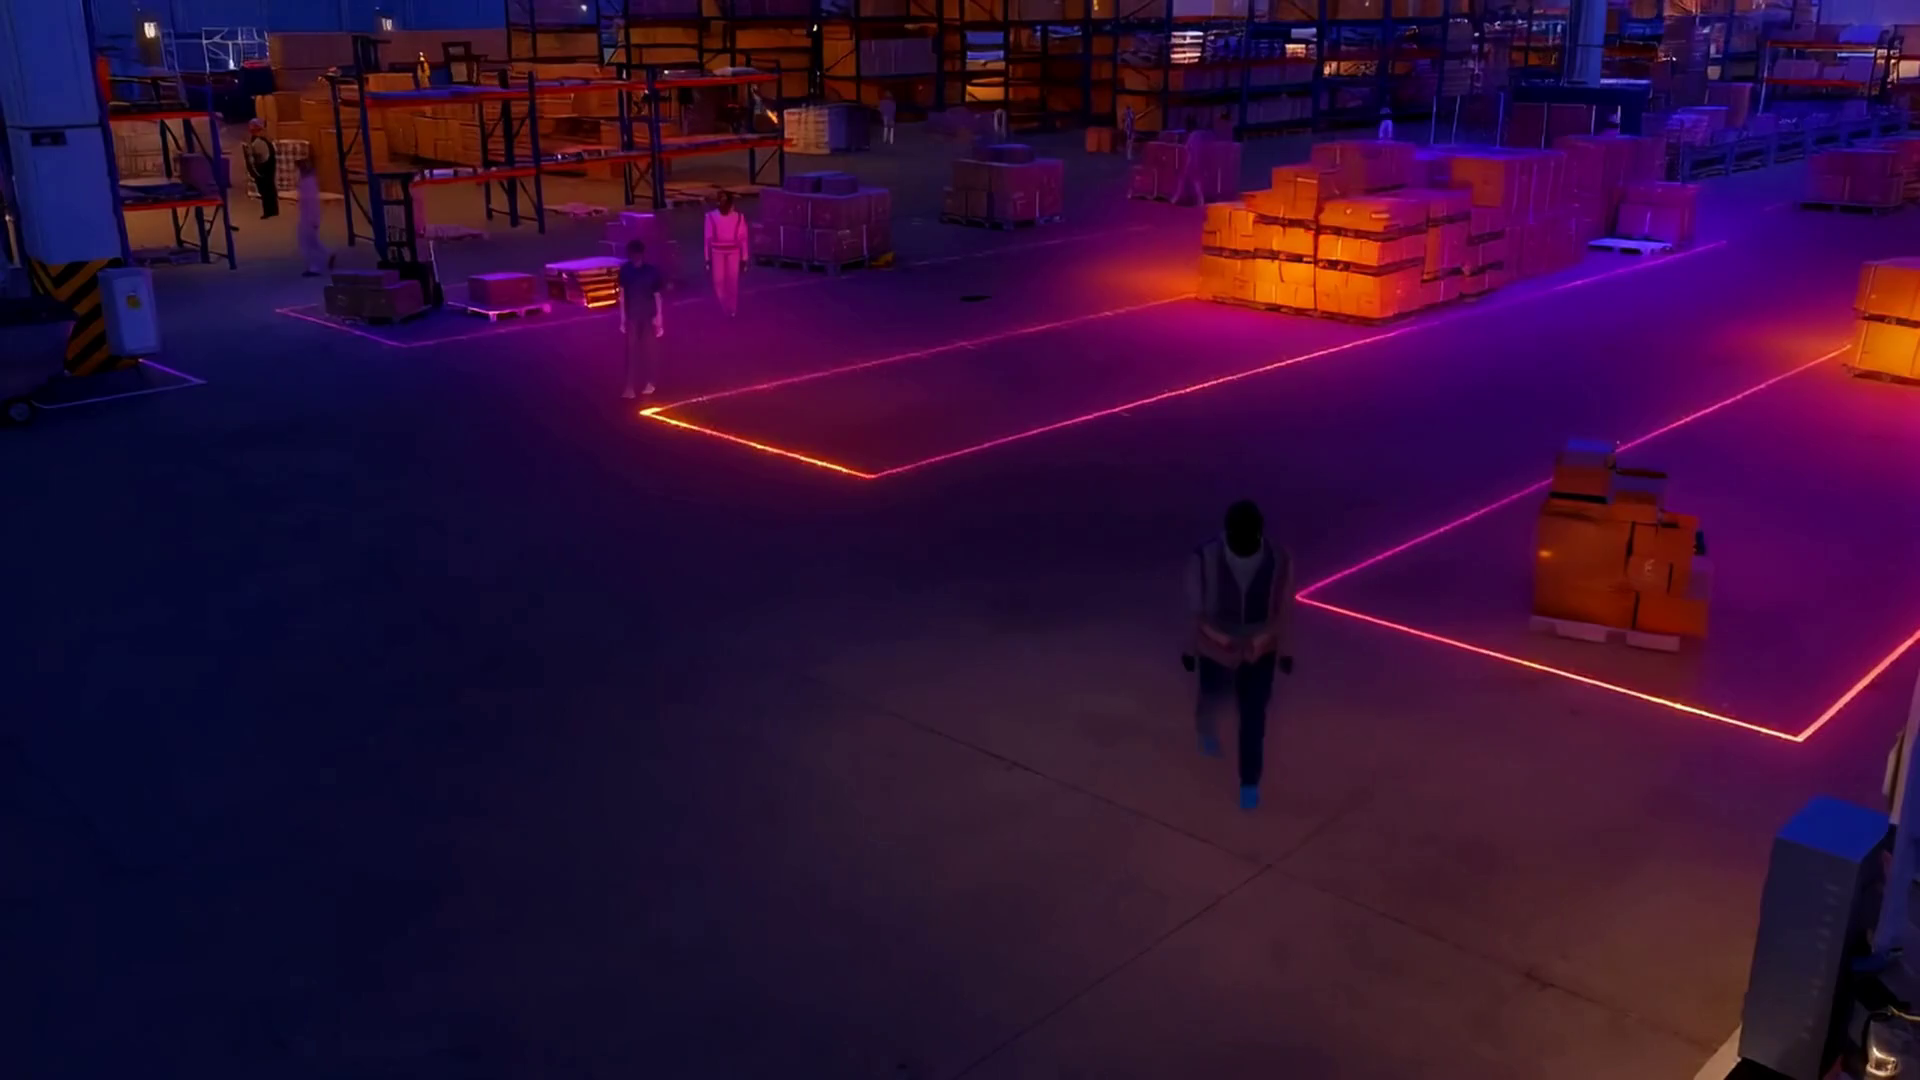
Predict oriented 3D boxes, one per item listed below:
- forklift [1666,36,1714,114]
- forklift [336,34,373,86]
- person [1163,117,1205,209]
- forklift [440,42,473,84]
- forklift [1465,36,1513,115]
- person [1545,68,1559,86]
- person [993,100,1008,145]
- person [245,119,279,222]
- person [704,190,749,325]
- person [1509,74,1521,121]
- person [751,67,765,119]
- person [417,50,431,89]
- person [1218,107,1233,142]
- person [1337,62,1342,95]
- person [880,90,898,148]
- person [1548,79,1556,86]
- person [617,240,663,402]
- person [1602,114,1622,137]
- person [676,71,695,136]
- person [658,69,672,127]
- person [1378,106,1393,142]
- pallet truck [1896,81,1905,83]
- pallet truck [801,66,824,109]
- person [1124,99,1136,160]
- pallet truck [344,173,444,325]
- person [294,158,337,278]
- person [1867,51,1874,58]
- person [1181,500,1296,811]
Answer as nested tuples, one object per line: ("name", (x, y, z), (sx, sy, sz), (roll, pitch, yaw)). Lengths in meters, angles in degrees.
("forklift", (27.341, -17.291, 61.877), (1.129, 2.768, 1.873), (17, 25, 41))
("forklift", (-23.355, -18.333, 65.015), (1.129, 2.768, 1.873), (17, 25, 41))
("person", (4.870, -8.051, 35.548), (0.908, 1.919, 0.615), (1, 18, 3))
("forklift", (-16.800, -15.261, 55.760), (1.873, 2.768, 1.129), (16, 24, 41))
("forklift", (19.973, -17.201, 61.605), (1.873, 2.768, 1.129), (16, 24, 40))
("person", (21.750, -16.461, 61.135), (0.540, 1.751, 0.531), (15, 23, 37))
("person", (1.218, -11.282, 45.756), (0.775, 1.607, 0.550), (0, 18, -1))
("person", (-14.121, -7.456, 33.556), (0.536, 2.000, 0.688), (0, 18, 1))
("person", (-3.241, -3.904, 23.121), (0.615, 1.867, 0.526), (-3, 19, -10))
("person", (19.804, -15.804, 59.347), (0.275, 1.632, 0.507), (8, 20, 23))
("person", (-7.338, -16.149, 60.094), (0.604, 1.827, 0.630), (-17, 25, -41))
("person", (-23.409, -20.411, 72.749), (0.544, 1.939, 0.372), (-6, 19, -17))
("person", (6.464, -9.692, 40.735), (0.526, 1.761, 0.337), (-15, 24, -38))
("person", (16.564, -20.277, 72.760), (0.325, 1.678, 0.609), (3, 19, 10))
("person", (-2.090, -12.423, 49.057), (0.571, 1.685, 0.419), (-5, 19, -14))
("person", (20.010, -14.808, 56.361), (0.538, 1.608, 0.611), (13, 22, 33))
("person", (-3.652, -2.488, 18.924), (0.564, 1.820, 0.948), (1, 18, 4))
("person", (14.305, -8.438, 36.747), (0.561, 1.910, 0.918), (-11, 22, -31))
("person", (-8.831, -13.987, 53.304), (0.613, 1.995, 0.390), (14, 23, 37))
("person", (-10.071, -15.080, 56.735), (0.589, 1.912, 0.390), (12, 22, 32))
("person", (10.079, -9.264, 39.253), (1.002, 1.895, 0.562), (12, 22, 31))
("pallet truck", (34.802, -16.331, 61.455), (0.653, 1.274, 1.630), (17, 25, 41))
("pallet truck", (-4.812, -15.182, 56.903), (0.823, 1.965, 1.885), (-9, 21, -26))
("person", (4.667, -11.281, 45.708), (0.308, 1.639, 0.524), (3, 19, 8))
("pallet truck", (-8.209, -4.181, 23.757), (0.823, 1.965, 1.885), (3, 19, 9))
("person", (-10.543, -5.245, 27.073), (0.538, 1.929, 0.646), (-13, 23, -35))
("person", (38.486, -19.710, 70.550), (0.377, 1.995, 0.608), (12, 22, 32))
("person", (1.613, 0.585, 9.718), (0.661, 1.805, 0.838), (1, 18, 4))
